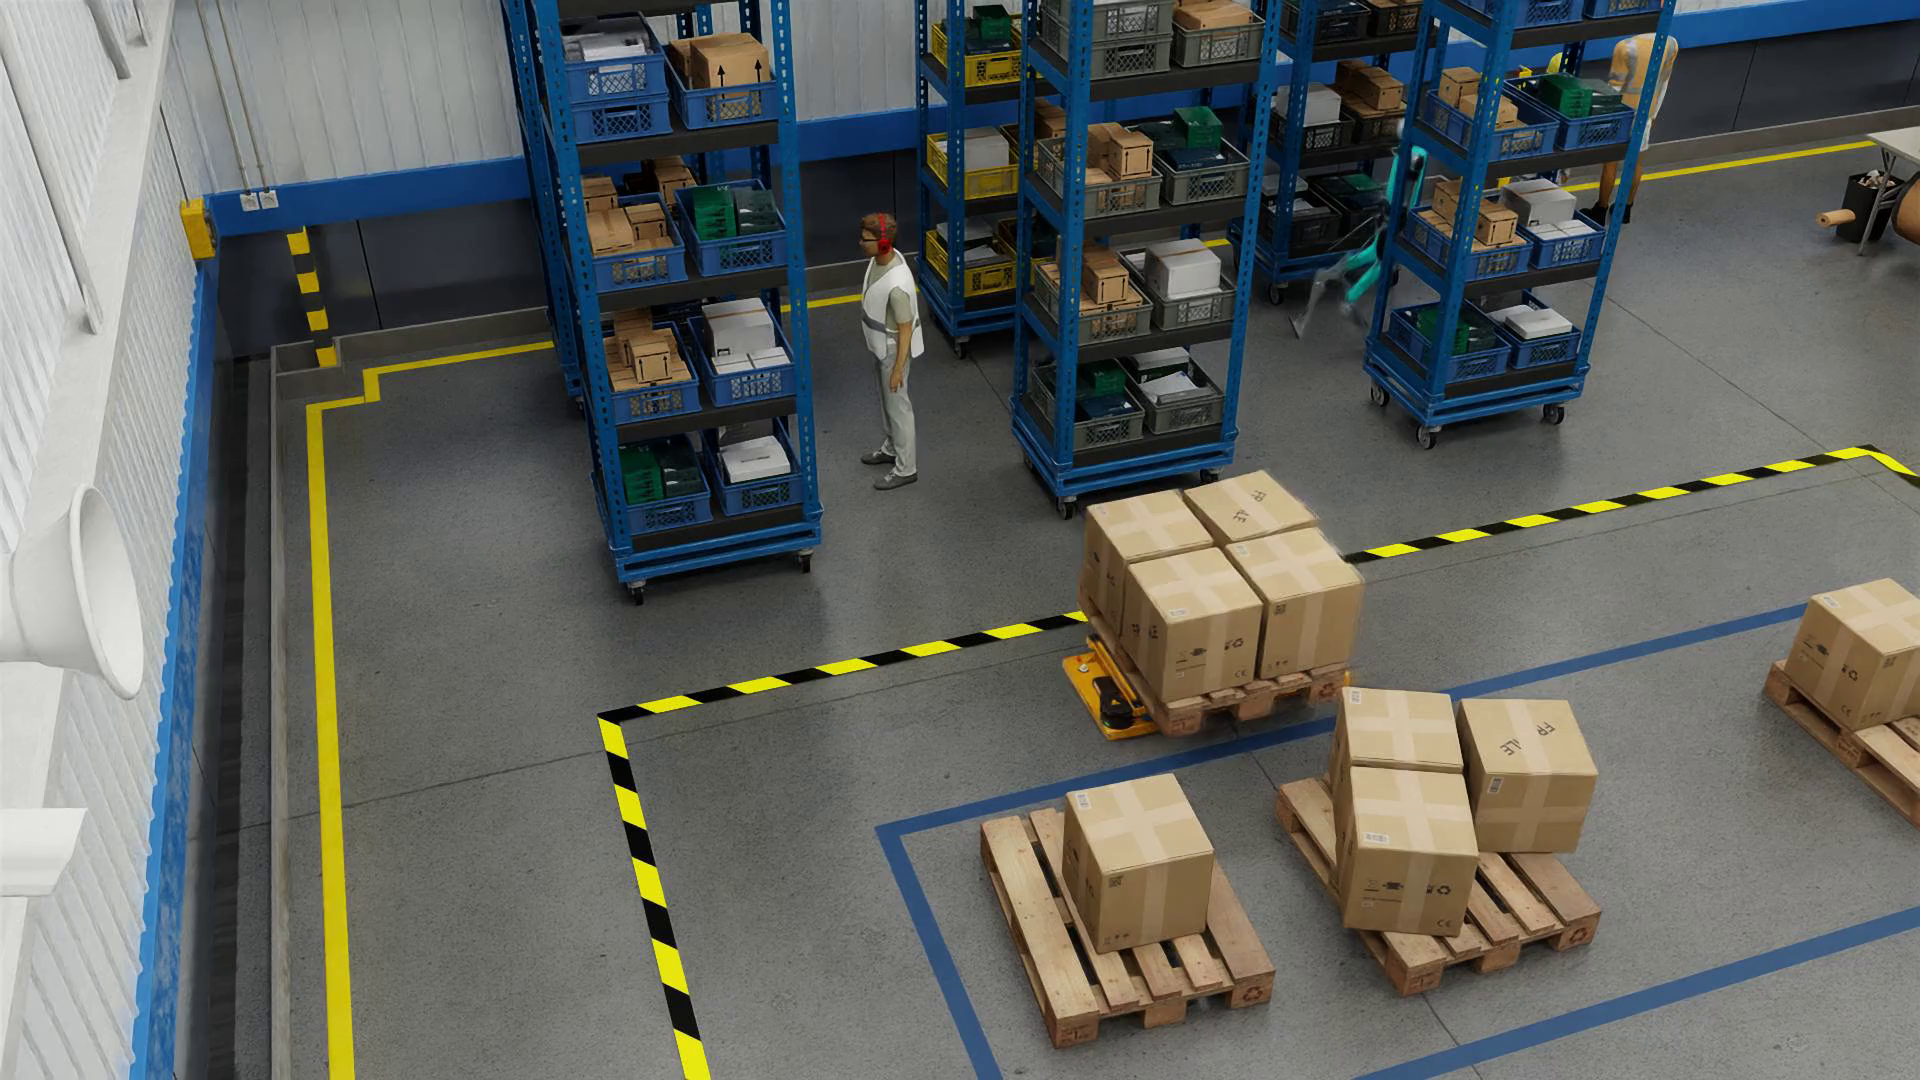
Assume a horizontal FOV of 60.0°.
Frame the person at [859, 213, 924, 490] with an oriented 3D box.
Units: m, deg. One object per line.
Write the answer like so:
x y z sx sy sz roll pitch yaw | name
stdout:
-0.424 -1.177 10.356 0.373 1.842 0.568 -9 36 -13 | person

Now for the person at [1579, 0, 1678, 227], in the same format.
5.455 -3.507 13.581 0.545 1.938 0.376 -7 36 -10 | person

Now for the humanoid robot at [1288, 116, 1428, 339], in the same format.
2.775 -2.156 11.873 0.941 1.785 0.564 5 36 8 | humanoid robot

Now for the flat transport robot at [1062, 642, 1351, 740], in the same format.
1.342 0.672 9.079 1.431 0.197 0.652 -11 37 -15 | flat transport robot

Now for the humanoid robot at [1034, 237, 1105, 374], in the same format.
0.776 -1.743 11.301 0.394 1.638 0.616 -6 36 -8 | humanoid robot

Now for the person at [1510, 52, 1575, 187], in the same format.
4.507 -2.925 12.922 0.493 1.742 0.301 16 38 21 | person
